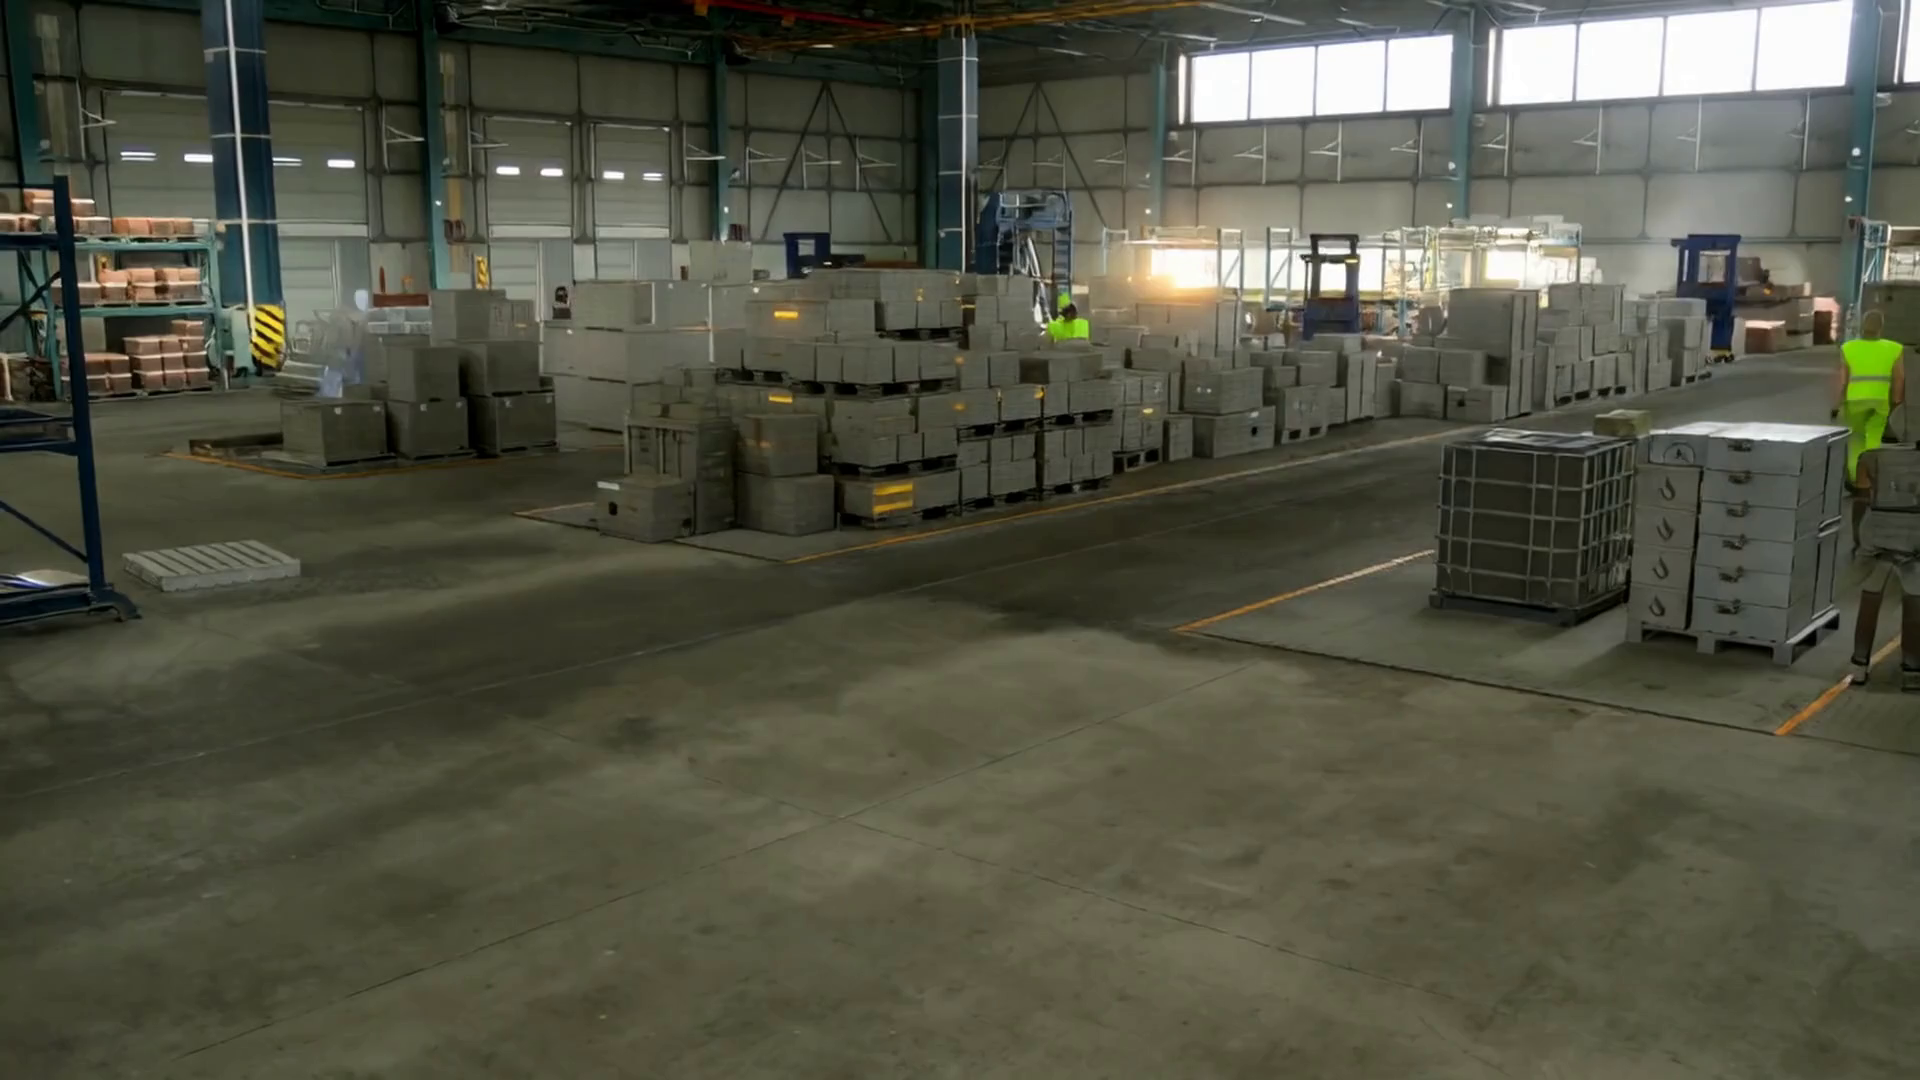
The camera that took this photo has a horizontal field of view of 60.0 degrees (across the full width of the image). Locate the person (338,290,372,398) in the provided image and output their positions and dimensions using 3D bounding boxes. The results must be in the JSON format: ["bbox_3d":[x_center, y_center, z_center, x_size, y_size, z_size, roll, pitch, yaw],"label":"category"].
[{"bbox_3d":[-9.447,-2.989,26.231,0.923,1.885,0.657,-1,10,-6],"label":"person"}]

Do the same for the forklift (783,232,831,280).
[{"bbox_3d":[-2.817,-4.293,30.833,1.873,2.768,1.129,8,13,40],"label":"forklift"}]

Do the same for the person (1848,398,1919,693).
[{"bbox_3d":[5.410,0.028,9.588,0.542,1.699,0.316,8,13,39],"label":"person"}]

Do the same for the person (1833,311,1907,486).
[{"bbox_3d":[9.542,-1.449,17.431,0.658,1.898,0.561,6,11,29],"label":"person"}]

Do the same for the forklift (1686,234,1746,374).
[{"bbox_3d":[15.319,-4.851,34.010,1.129,2.768,1.873,8,13,40],"label":"forklift"}]

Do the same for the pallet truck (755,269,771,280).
[{"bbox_3d":[-4.996,-6.432,45.525,1.885,1.965,0.823,-6,12,-32],"label":"pallet truck"}]

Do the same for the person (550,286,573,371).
[{"bbox_3d":[-7.934,-4.191,33.314,0.521,1.813,0.916,0,10,1],"label":"person"}]

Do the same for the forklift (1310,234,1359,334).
[{"bbox_3d":[7.626,-4.865,34.093,1.129,2.768,1.873,3,10,16],"label":"forklift"}]
